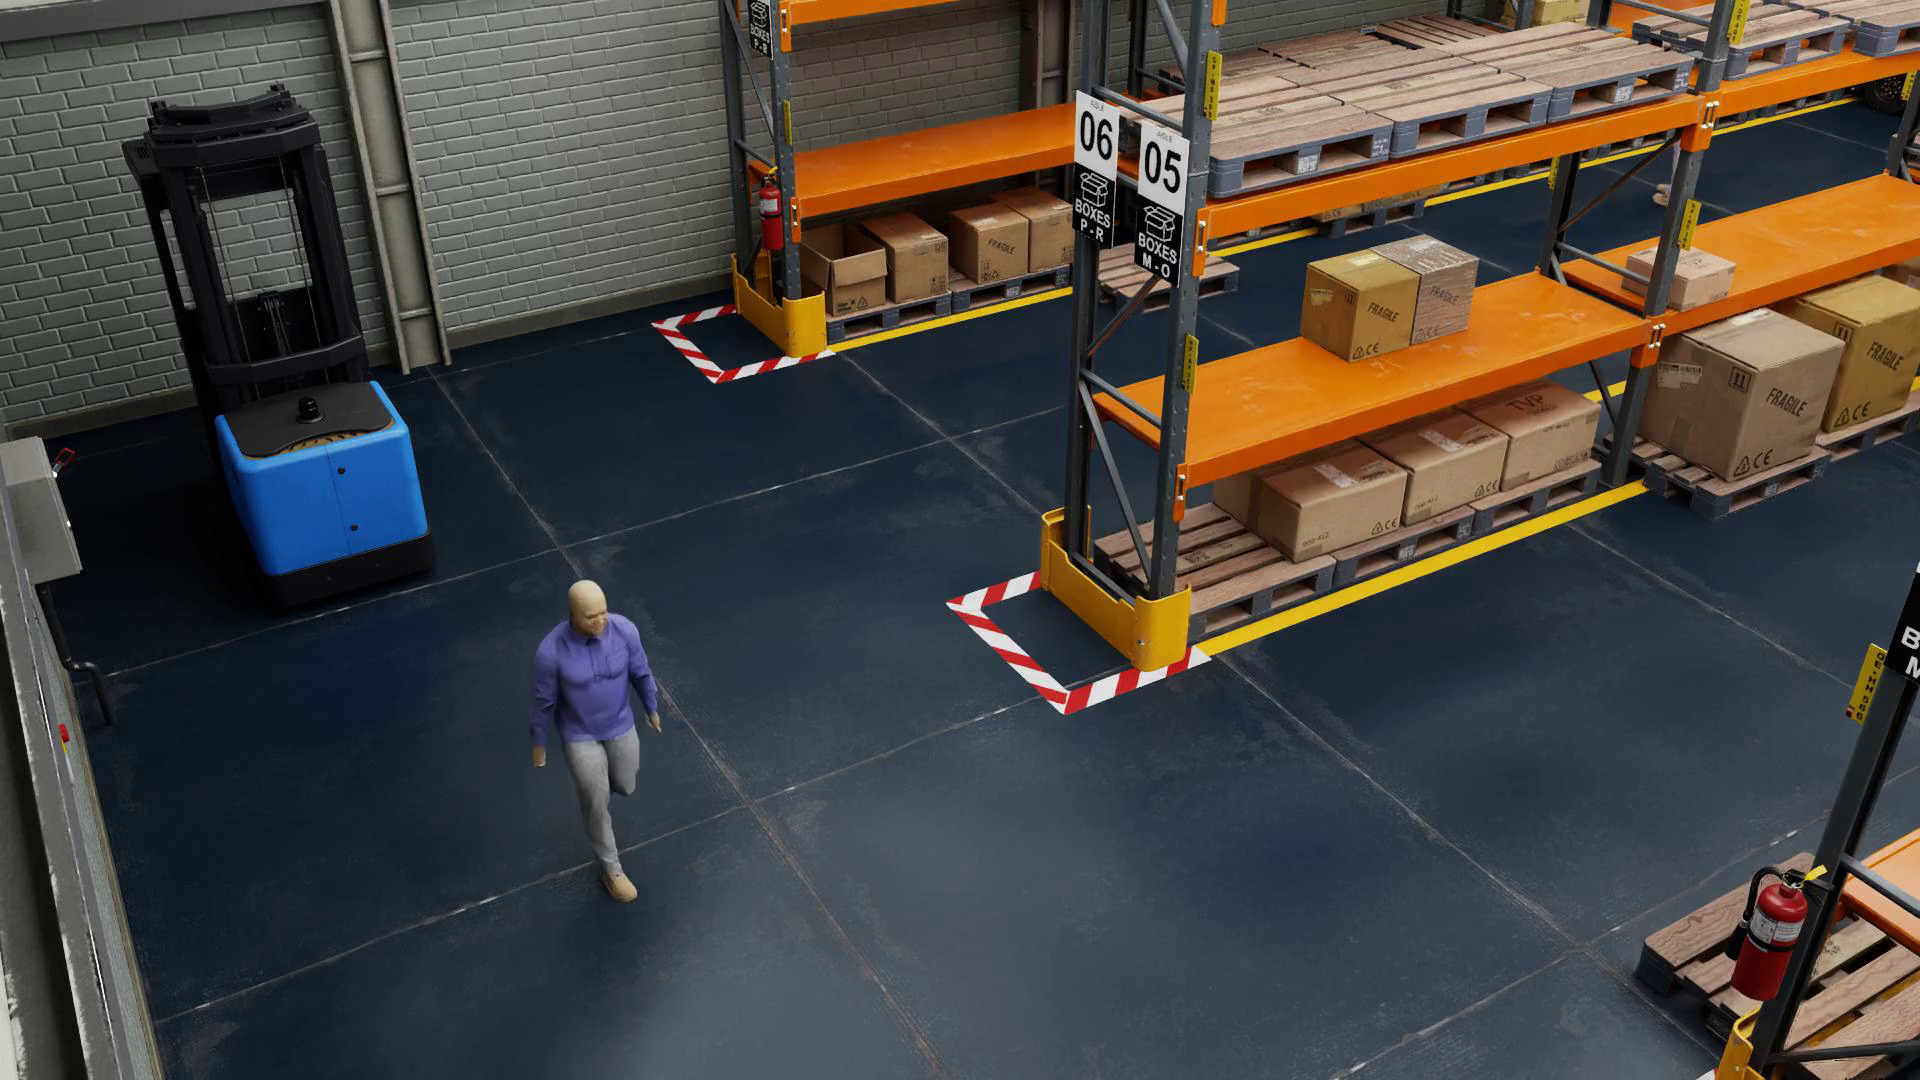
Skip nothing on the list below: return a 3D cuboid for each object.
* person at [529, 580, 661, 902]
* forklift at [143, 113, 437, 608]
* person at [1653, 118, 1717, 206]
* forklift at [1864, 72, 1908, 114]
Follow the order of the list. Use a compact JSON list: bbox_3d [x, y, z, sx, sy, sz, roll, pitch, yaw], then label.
[{"bbox_3d":[-1.790,0.875,8.096,0.637,1.772,0.691,-17,36,-26],"label":"person"},{"bbox_3d":[-4.289,-1.259,10.509,1.129,2.768,1.873,-17,36,-26],"label":"forklift"},{"bbox_3d":[7.131,-4.157,16.168,0.482,1.843,0.542,27,41,37],"label":"person"},{"bbox_3d":[11.468,-5.645,18.244,1.214,2.155,2.313,-17,36,-26],"label":"forklift"}]
